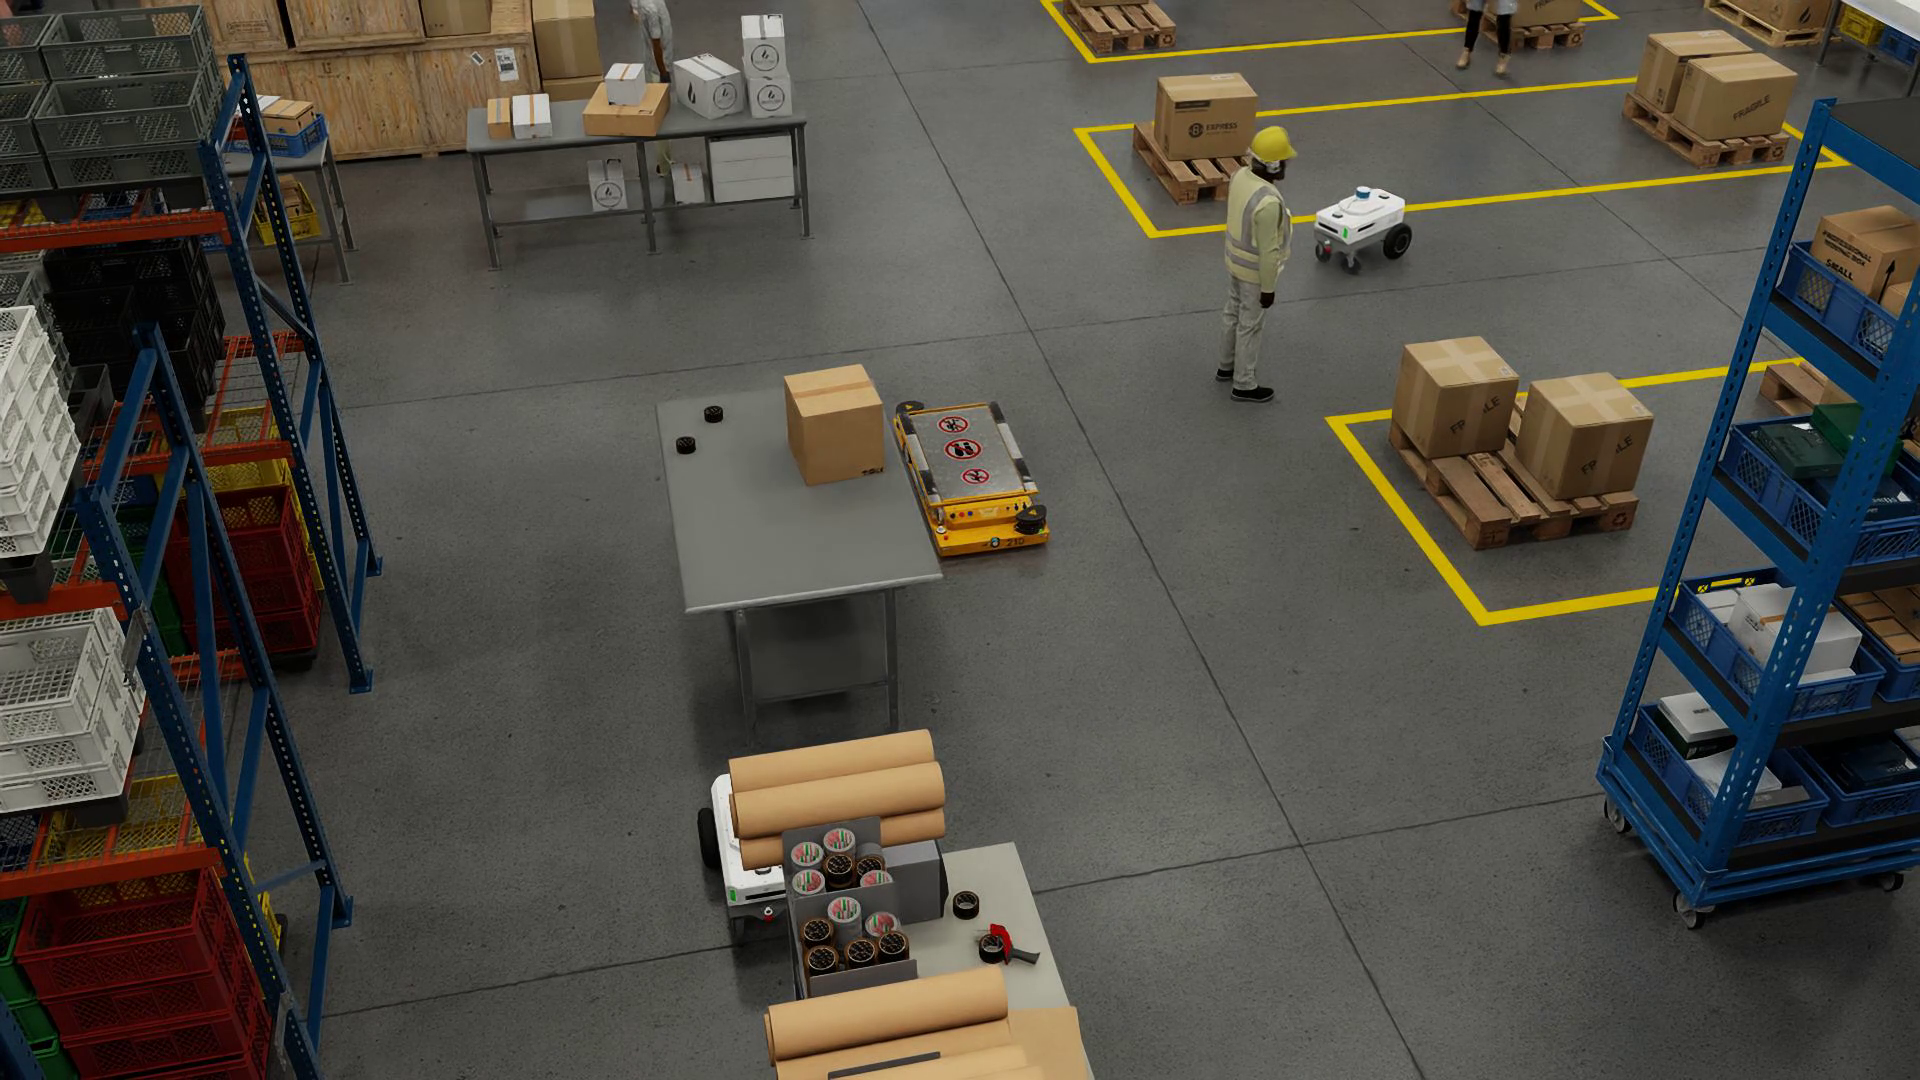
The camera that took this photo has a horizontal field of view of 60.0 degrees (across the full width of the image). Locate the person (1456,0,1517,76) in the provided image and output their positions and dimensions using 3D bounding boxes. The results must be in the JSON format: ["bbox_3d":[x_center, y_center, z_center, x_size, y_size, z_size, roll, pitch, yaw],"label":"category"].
[{"bbox_3d":[4.860,-5.092,15.207,0.552,1.677,0.381,19,41,24],"label":"person"}]

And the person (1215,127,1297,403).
[{"bbox_3d":[1.885,-1.752,10.587,0.404,1.828,0.603,-8,37,-10],"label":"person"}]

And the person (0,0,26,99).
[{"bbox_3d":[-7.667,-3.834,13.323,0.407,1.906,0.655,-8,37,-10],"label":"person"}]

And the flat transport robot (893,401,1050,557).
[{"bbox_3d":[0.046,-0.430,10.108,0.652,0.197,1.431,-8,37,-10],"label":"flat transport robot"}]

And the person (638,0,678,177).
[{"bbox_3d":[-2.355,-3.740,13.228,0.313,1.869,0.538,-8,37,-10],"label":"person"}]

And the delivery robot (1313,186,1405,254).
[{"bbox_3d":[2.989,-2.406,12.452,0.707,0.478,0.477,-25,43,-29],"label":"delivery robot"}]

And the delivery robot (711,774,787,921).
[{"bbox_3d":[-0.905,1.343,7.414,0.477,0.478,0.707,-8,37,-10],"label":"delivery robot"}]

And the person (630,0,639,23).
[{"bbox_3d":[-3.203,-6.062,16.371,0.429,1.842,0.636,-8,37,-10],"label":"person"}]
